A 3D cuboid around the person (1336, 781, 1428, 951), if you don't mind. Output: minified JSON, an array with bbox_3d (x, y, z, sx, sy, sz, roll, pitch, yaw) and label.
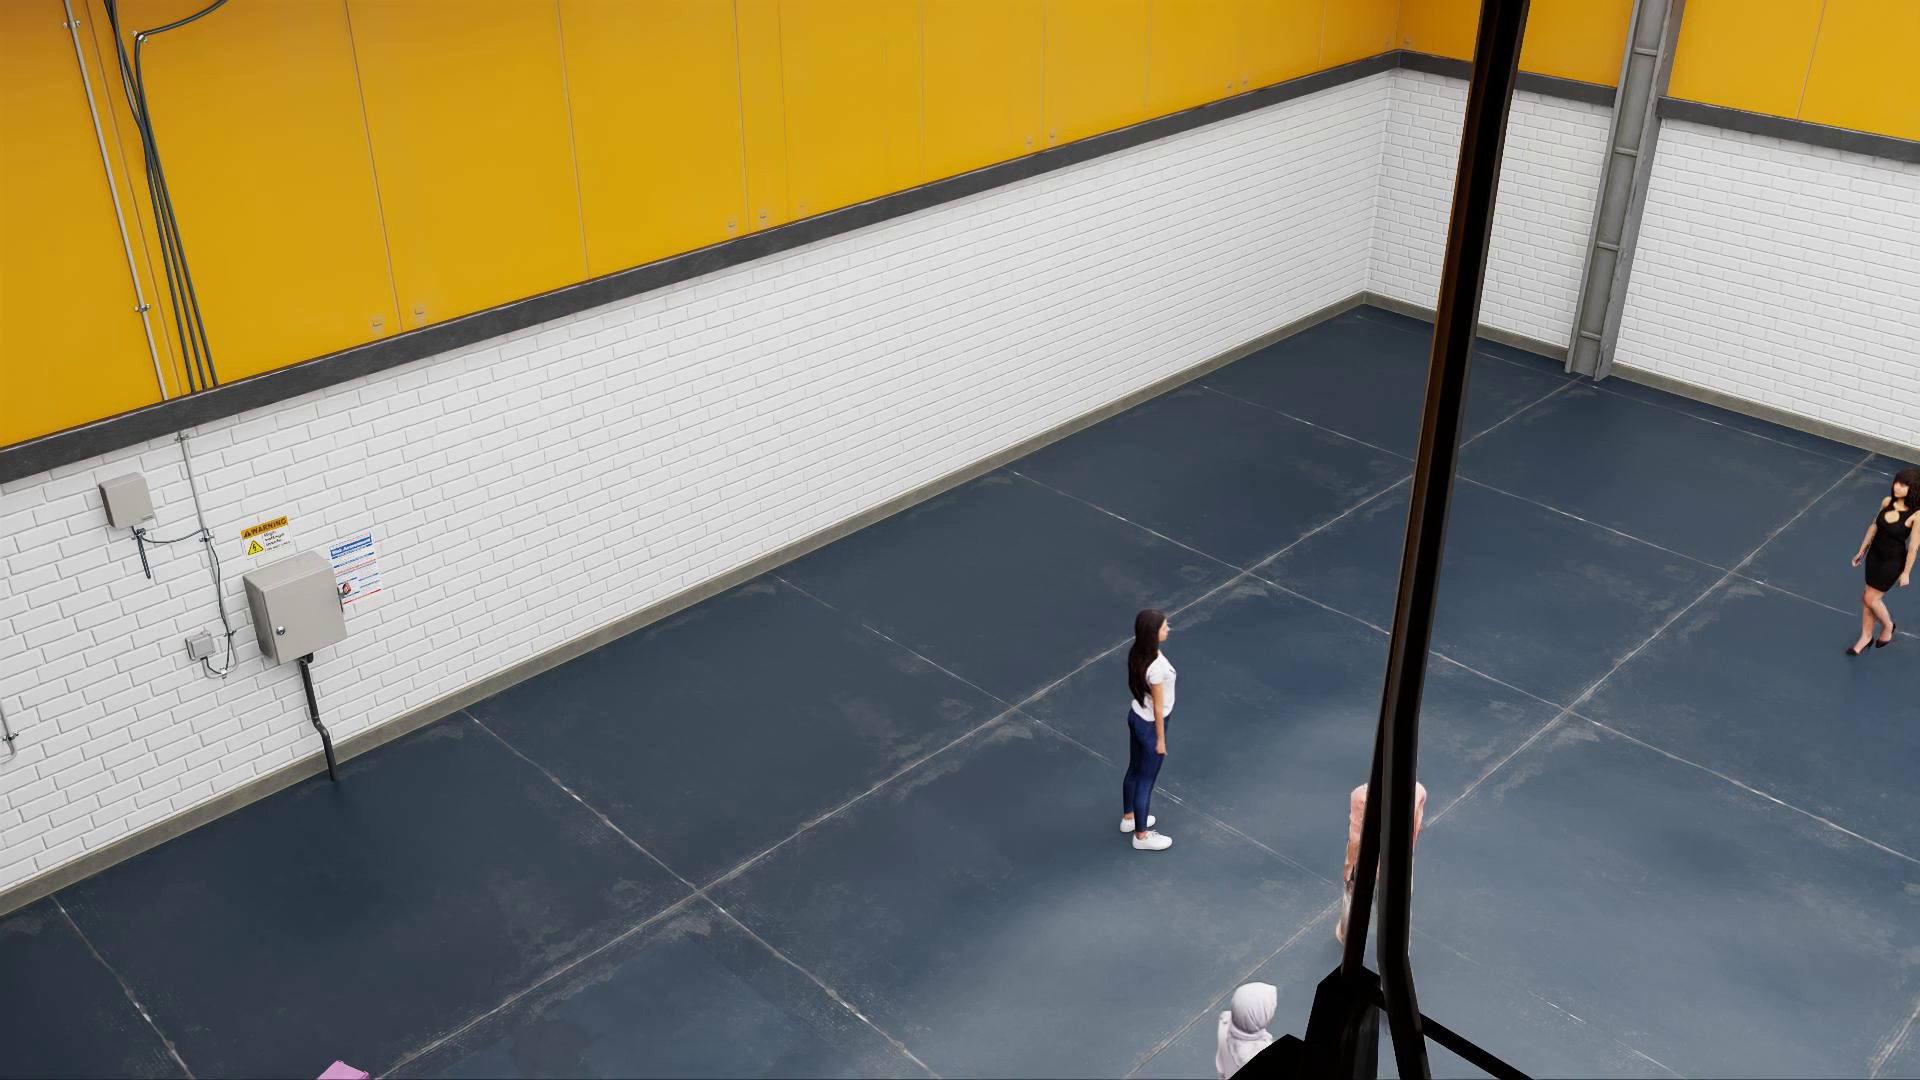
[{"bbox_3d":[2.485,1.926,9.746,1.005,1.700,1.118,-3,29,-5],"label":"person"}]

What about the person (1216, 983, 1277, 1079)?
[{"bbox_3d":[1.352,2.828,8.014,0.745,1.775,0.604,-11,30,-19],"label":"person"}]

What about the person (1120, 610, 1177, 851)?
[{"bbox_3d":[1.223,1.236,10.933,0.729,1.774,0.624,-6,29,-11],"label":"person"}]

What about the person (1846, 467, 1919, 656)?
[{"bbox_3d":[7.307,0.179,13.014,0.772,1.637,0.716,-7,29,-12],"label":"person"}]
